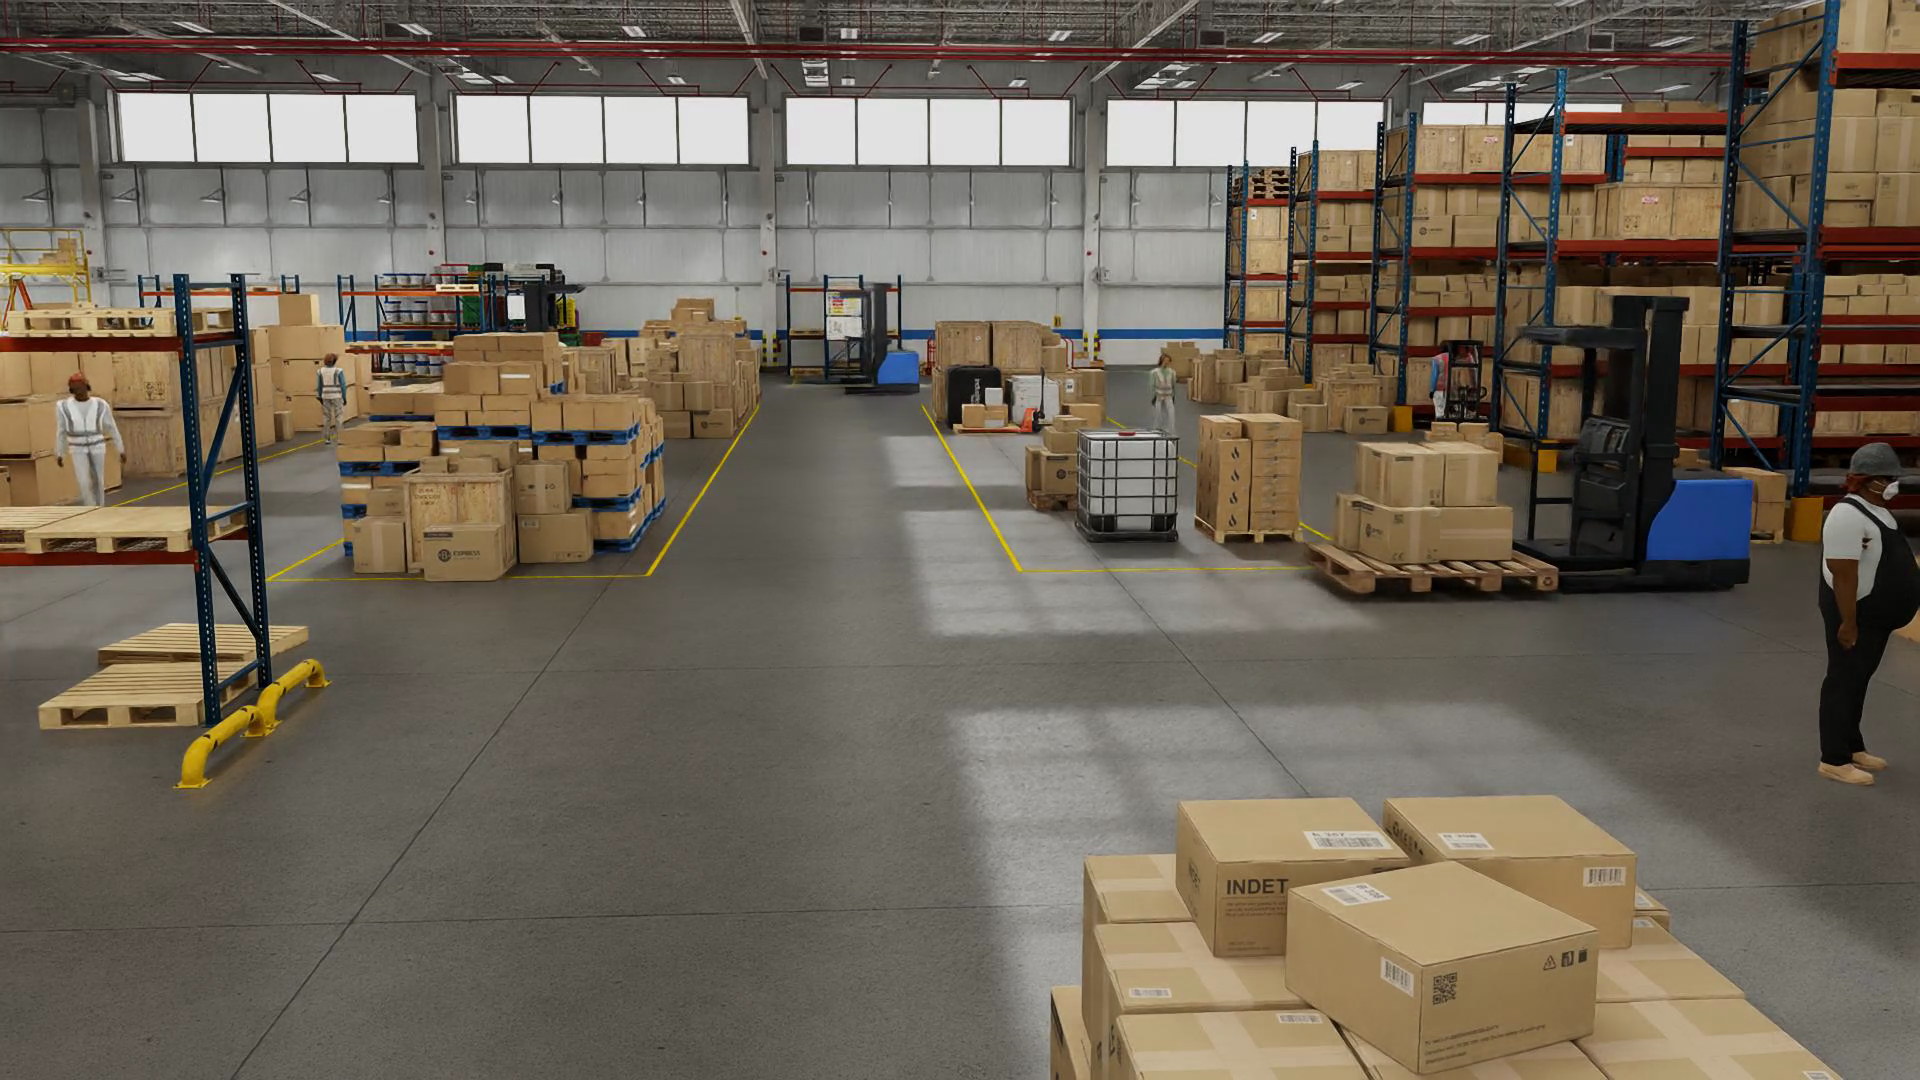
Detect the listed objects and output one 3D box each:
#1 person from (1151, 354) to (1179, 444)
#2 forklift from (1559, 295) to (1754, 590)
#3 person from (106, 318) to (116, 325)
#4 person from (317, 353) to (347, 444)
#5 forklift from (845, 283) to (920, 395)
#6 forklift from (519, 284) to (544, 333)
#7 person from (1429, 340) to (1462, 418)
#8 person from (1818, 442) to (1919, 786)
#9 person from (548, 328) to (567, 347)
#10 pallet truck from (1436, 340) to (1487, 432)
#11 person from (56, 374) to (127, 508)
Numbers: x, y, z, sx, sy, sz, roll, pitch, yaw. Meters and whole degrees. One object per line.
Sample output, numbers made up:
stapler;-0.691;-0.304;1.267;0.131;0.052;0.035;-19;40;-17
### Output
person;3.648;-2.485;29.620;0.520;1.614;0.729;-2;9;-13
forklift;6.629;-0.978;16.170;1.873;2.768;1.129;-1;9;-4
person;-23.806;-5.365;46.805;0.648;1.886;0.911;3;9;17
person;-11.226;-2.523;29.757;0.523;1.638;0.310;1;9;7
forklift;-1.978;-5.091;41.999;1.873;2.768;1.129;-1;9;-4
forklift;-9.332;-4.225;36.560;1.873;2.768;1.129;-1;9;-4
person;8.924;-2.767;30.657;0.624;1.844;0.430;-3;9;-17
person;5.456;0.426;9.981;0.538;2.000;0.683;8;12;40
person;-8.425;-3.440;34.580;0.631;1.940;0.372;1;9;6
pallet truck;8.004;-2.170;26.422;0.823;1.965;1.885;2;9;14
person;-10.325;-1.041;19.787;0.722;1.837;0.926;-5;10;-30
